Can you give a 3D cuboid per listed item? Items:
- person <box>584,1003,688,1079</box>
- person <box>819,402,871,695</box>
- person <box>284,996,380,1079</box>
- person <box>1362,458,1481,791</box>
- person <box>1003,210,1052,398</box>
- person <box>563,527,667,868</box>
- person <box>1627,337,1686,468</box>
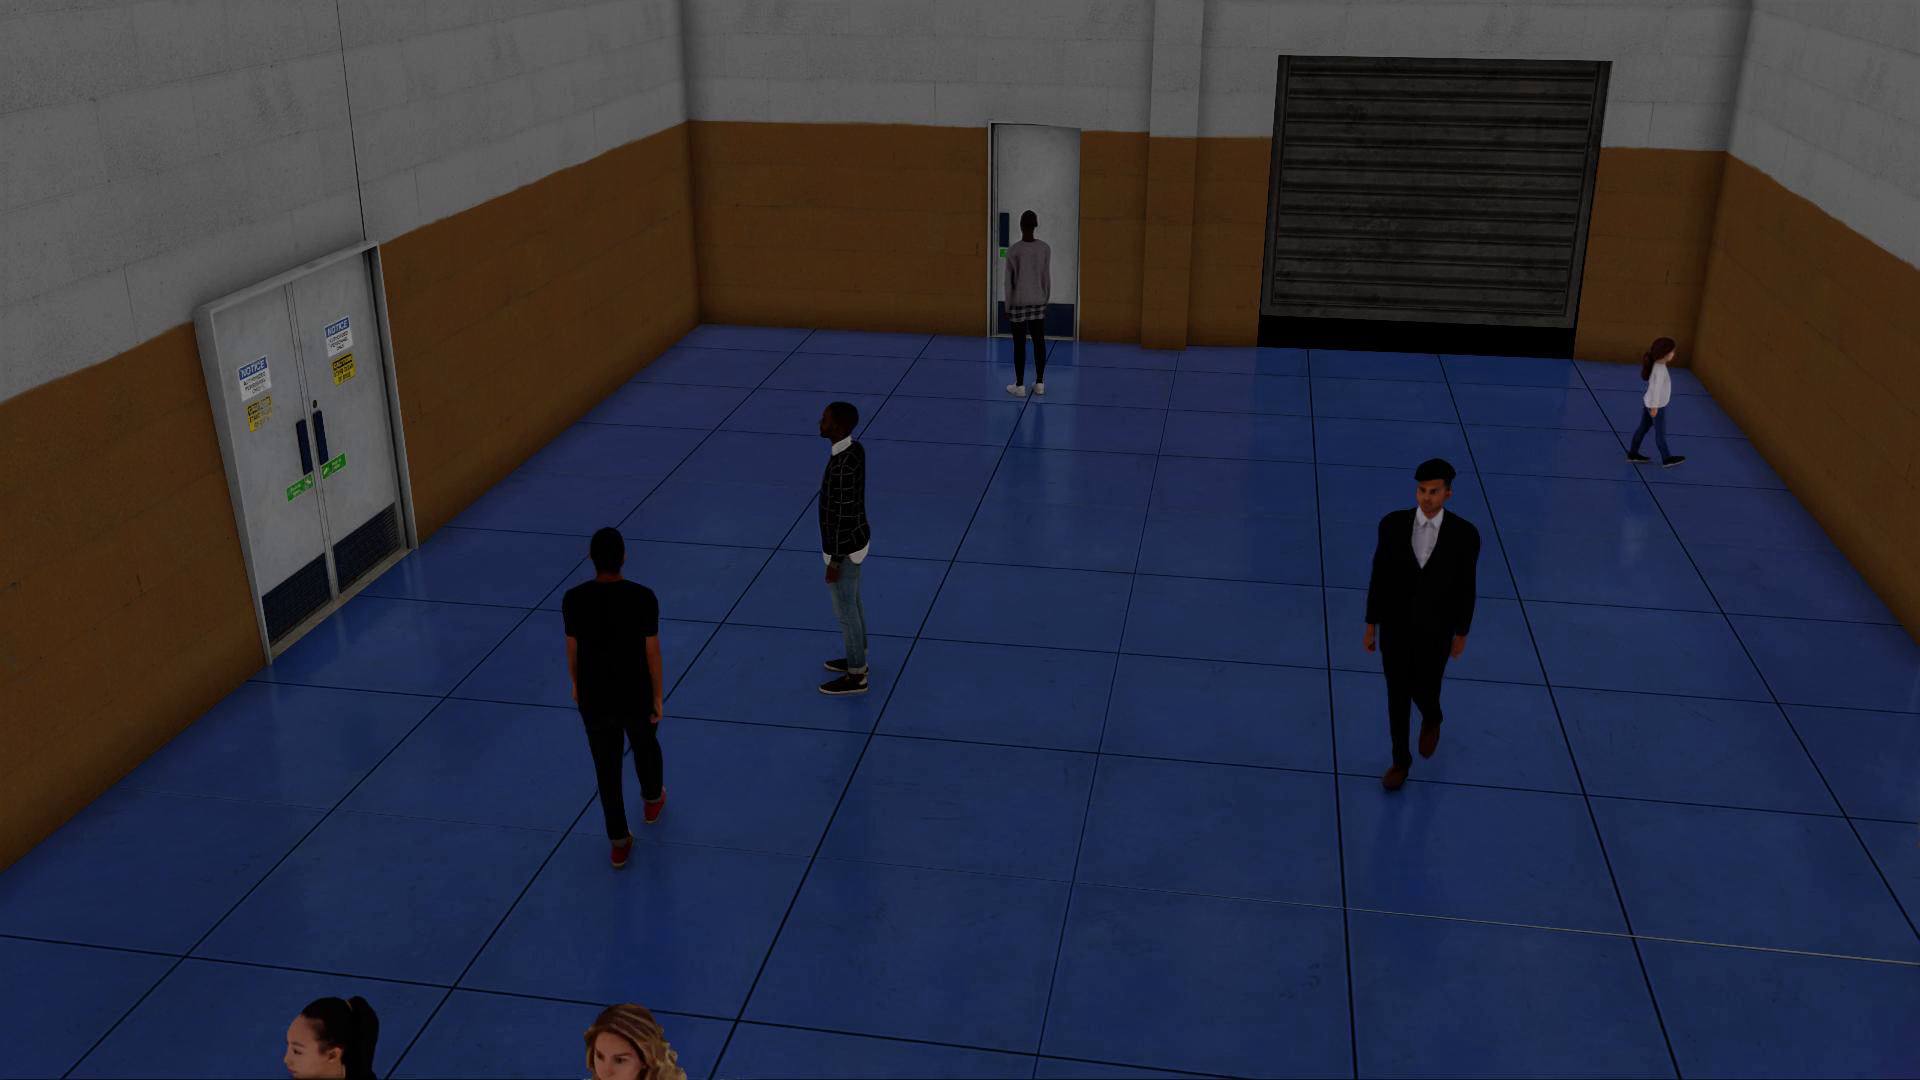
[{"bbox_3d":[-0.911,2.094,5.079,1.098,1.672,0.798,6,23,16],"label":"person"},{"bbox_3d":[-0.681,0.037,10.019,0.590,1.821,0.683,1,22,3],"label":"person"},{"bbox_3d":[-1.848,2.108,5.044,0.572,1.686,0.676,17,28,36],"label":"person"},{"bbox_3d":[2.492,0.429,8.977,0.899,1.871,0.924,12,25,28],"label":"person"},{"bbox_3d":[0.645,-2.242,15.756,0.643,1.771,0.757,-8,23,-19],"label":"person"},{"bbox_3d":[-1.703,0.812,8.202,0.916,1.737,0.853,-3,22,-8],"label":"person"},{"bbox_3d":[5.793,-1.166,13.979,0.652,1.099,0.461,5,22,12],"label":"person"}]
